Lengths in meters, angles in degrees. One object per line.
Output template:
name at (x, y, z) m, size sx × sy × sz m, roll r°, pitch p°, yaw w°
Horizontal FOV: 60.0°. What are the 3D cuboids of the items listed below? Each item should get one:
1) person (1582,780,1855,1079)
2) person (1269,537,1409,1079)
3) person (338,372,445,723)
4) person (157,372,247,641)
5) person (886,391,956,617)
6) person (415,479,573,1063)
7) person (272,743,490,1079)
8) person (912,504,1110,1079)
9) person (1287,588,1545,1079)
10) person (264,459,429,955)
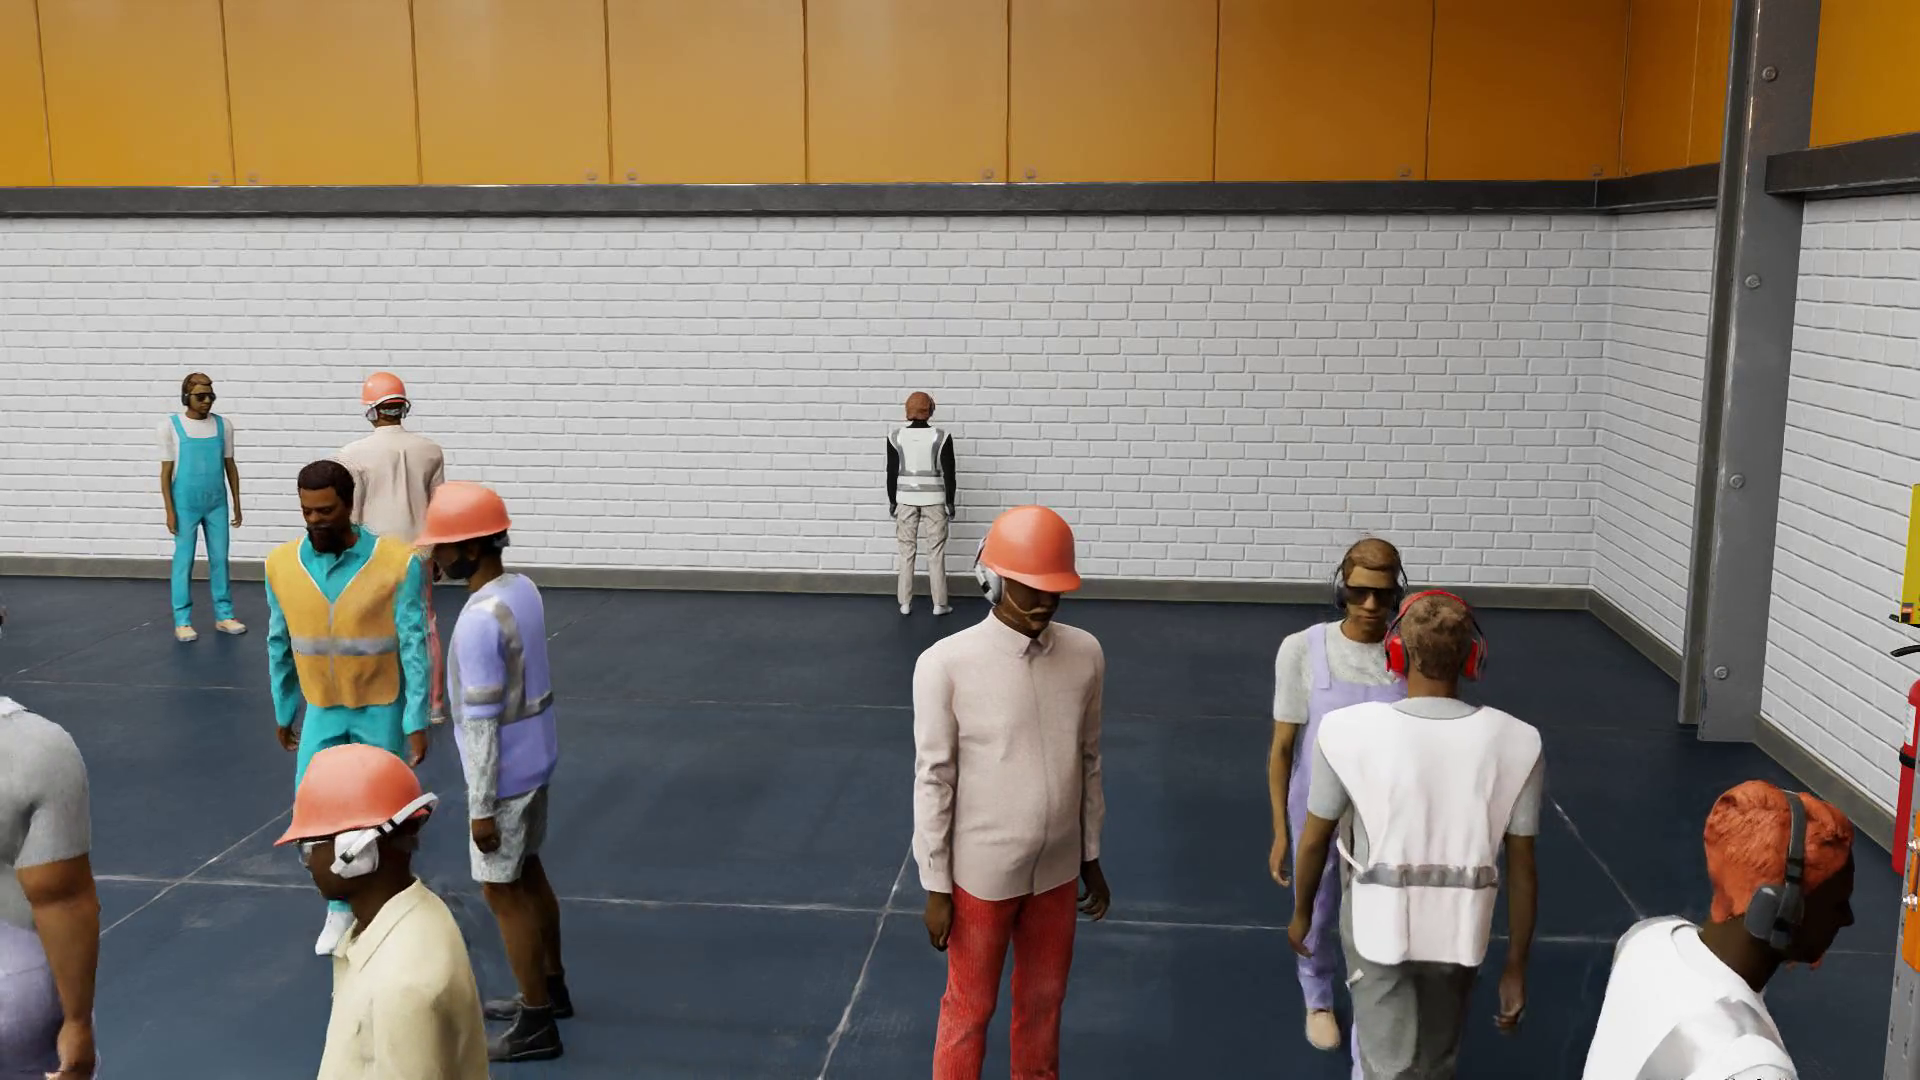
person at (1.141, 1.274, 2.778) m, size 1.010 × 1.825 × 0.614 m, roll 2°, pitch 10°, yaw 10°
person at (1.213, 0.864, 5.185) m, size 0.508 × 1.803 × 0.978 m, roll 2°, pitch 10°, yaw 9°
person at (-3.131, 0.066, 9.213) m, size 0.403 × 1.987 × 0.608 m, roll 10°, pitch 14°, yaw 43°
person at (-5.161, -0.226, 11.328) m, size 0.369 × 1.833 × 0.518 m, roll 10°, pitch 14°, yaw 44°
person at (-0.279, -0.256, 12.023) m, size 0.514 × 1.640 × 0.310 m, roll 2°, pitch 10°, yaw 11°
person at (-1.519, 0.752, 5.447) m, size 0.414 × 1.924 × 0.545 m, roll 1°, pitch 10°, yaw 3°
person at (-0.994, 1.237, 3.220) m, size 0.561 × 1.726 × 0.580 m, roll -4°, pitch 11°, yaw -24°
person at (0.154, 0.883, 4.503) m, size 0.608 × 1.989 × 0.386 m, roll -7°, pitch 12°, yaw -33°
person at (1.162, 1.009, 4.339) m, size 0.572 × 1.797 × 0.943 m, roll 0°, pitch 10°, yaw -2°
person at (-2.265, 0.639, 6.188) m, size 0.631 × 1.893 × 0.494 m, roll 0°, pitch 10°, yaw -2°
